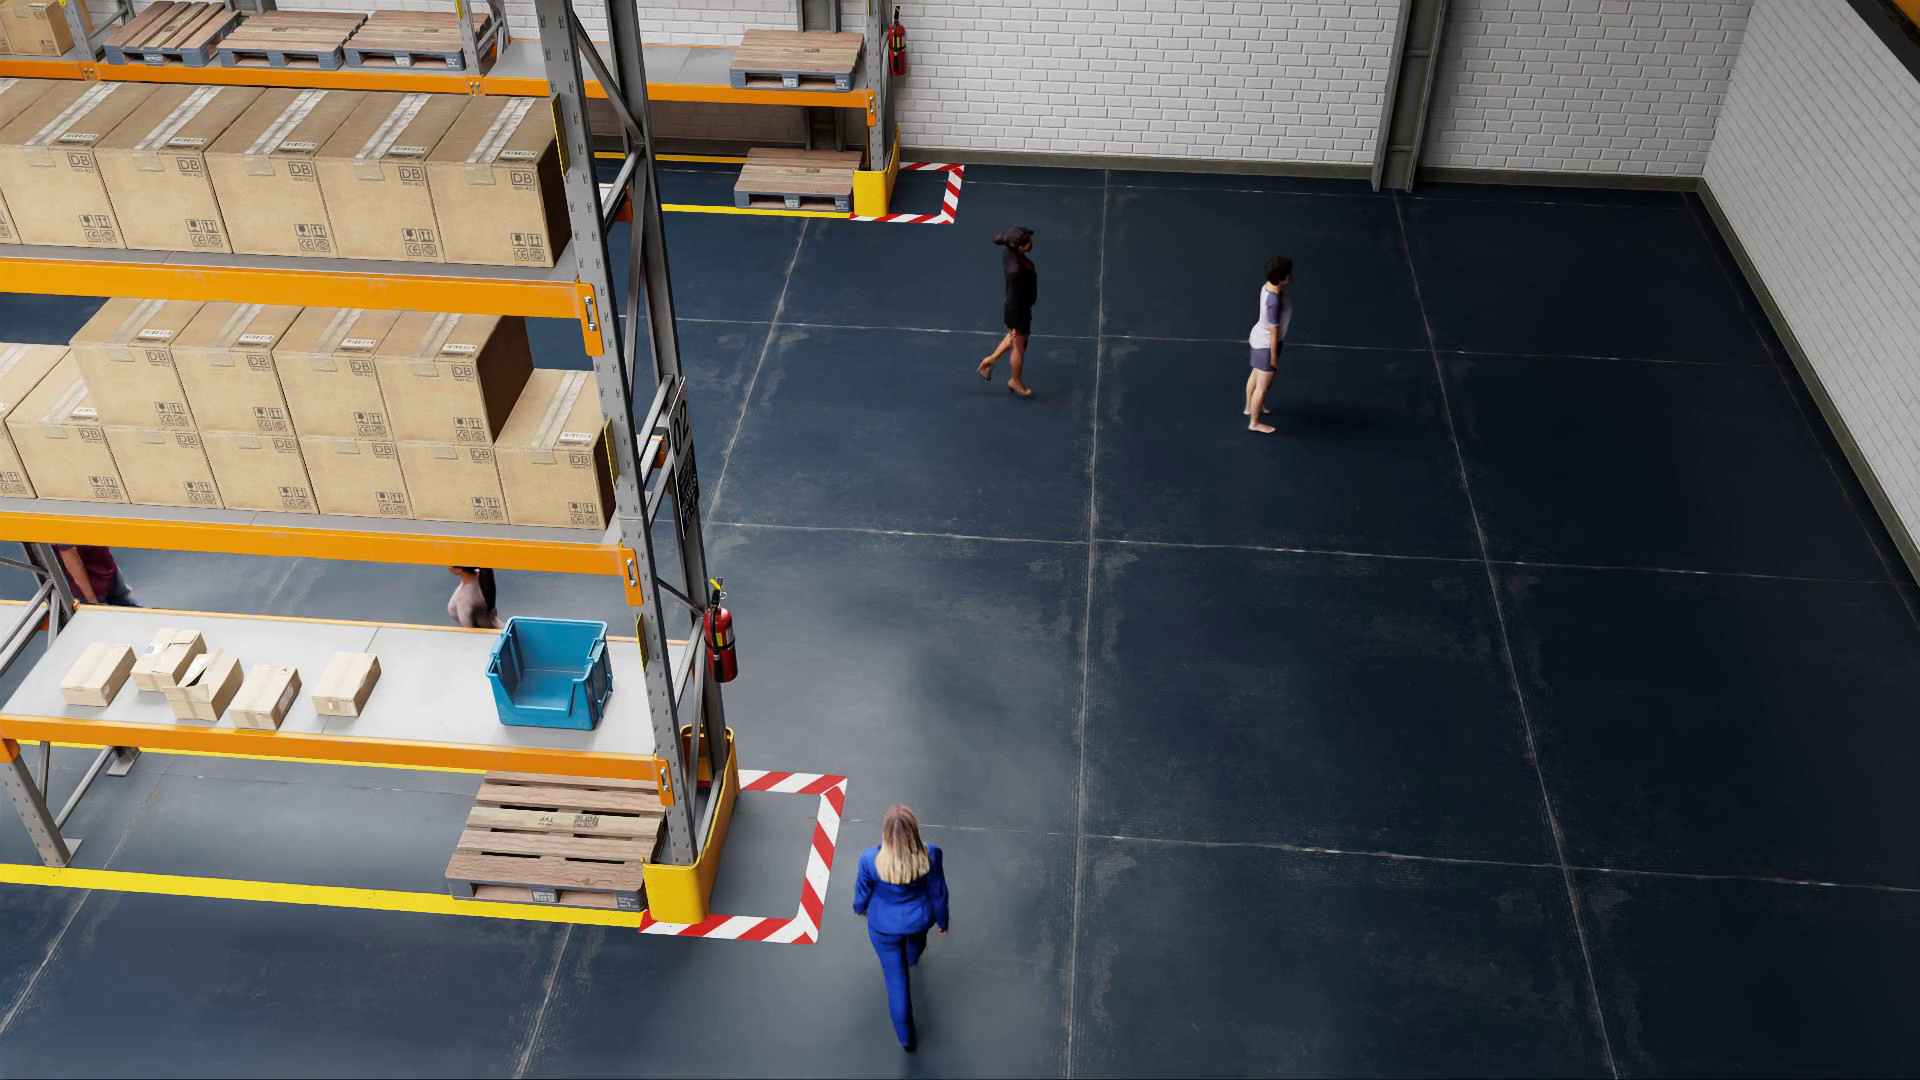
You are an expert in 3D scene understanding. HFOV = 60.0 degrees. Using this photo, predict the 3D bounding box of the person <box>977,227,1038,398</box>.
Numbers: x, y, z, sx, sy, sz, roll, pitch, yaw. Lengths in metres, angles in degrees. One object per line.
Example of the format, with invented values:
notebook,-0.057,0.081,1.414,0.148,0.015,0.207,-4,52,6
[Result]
person,0.401,-1.883,13.881,0.762,1.629,0.651,-3,39,-4

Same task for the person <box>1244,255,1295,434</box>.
person,2.522,-1.630,13.616,0.539,1.565,0.580,0,39,0

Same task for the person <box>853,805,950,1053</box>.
person,-0.291,2.112,8.845,1.038,1.671,0.894,-7,39,-8
